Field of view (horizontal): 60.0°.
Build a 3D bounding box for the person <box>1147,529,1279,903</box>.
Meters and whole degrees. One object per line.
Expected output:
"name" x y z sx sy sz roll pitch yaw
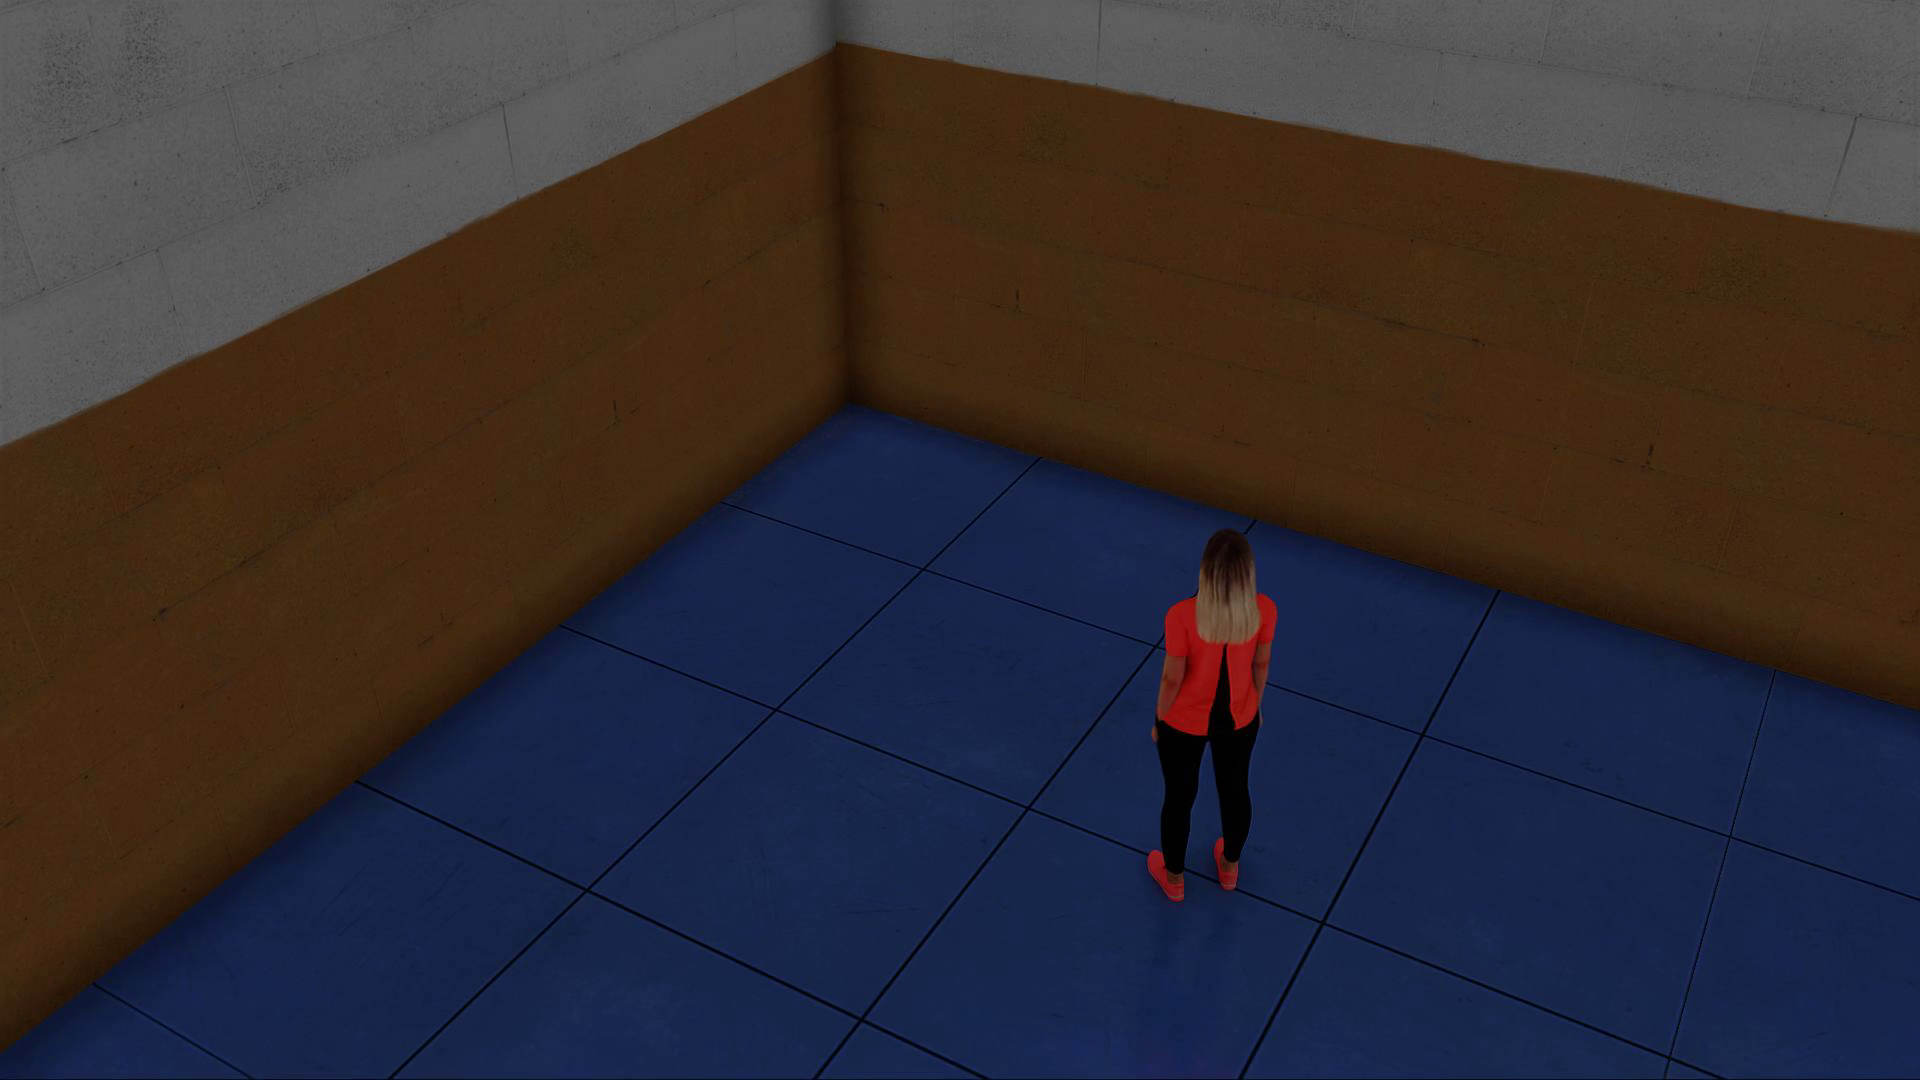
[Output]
"person" 0.960 0.687 6.394 0.676 1.693 0.725 -7 34 -10
